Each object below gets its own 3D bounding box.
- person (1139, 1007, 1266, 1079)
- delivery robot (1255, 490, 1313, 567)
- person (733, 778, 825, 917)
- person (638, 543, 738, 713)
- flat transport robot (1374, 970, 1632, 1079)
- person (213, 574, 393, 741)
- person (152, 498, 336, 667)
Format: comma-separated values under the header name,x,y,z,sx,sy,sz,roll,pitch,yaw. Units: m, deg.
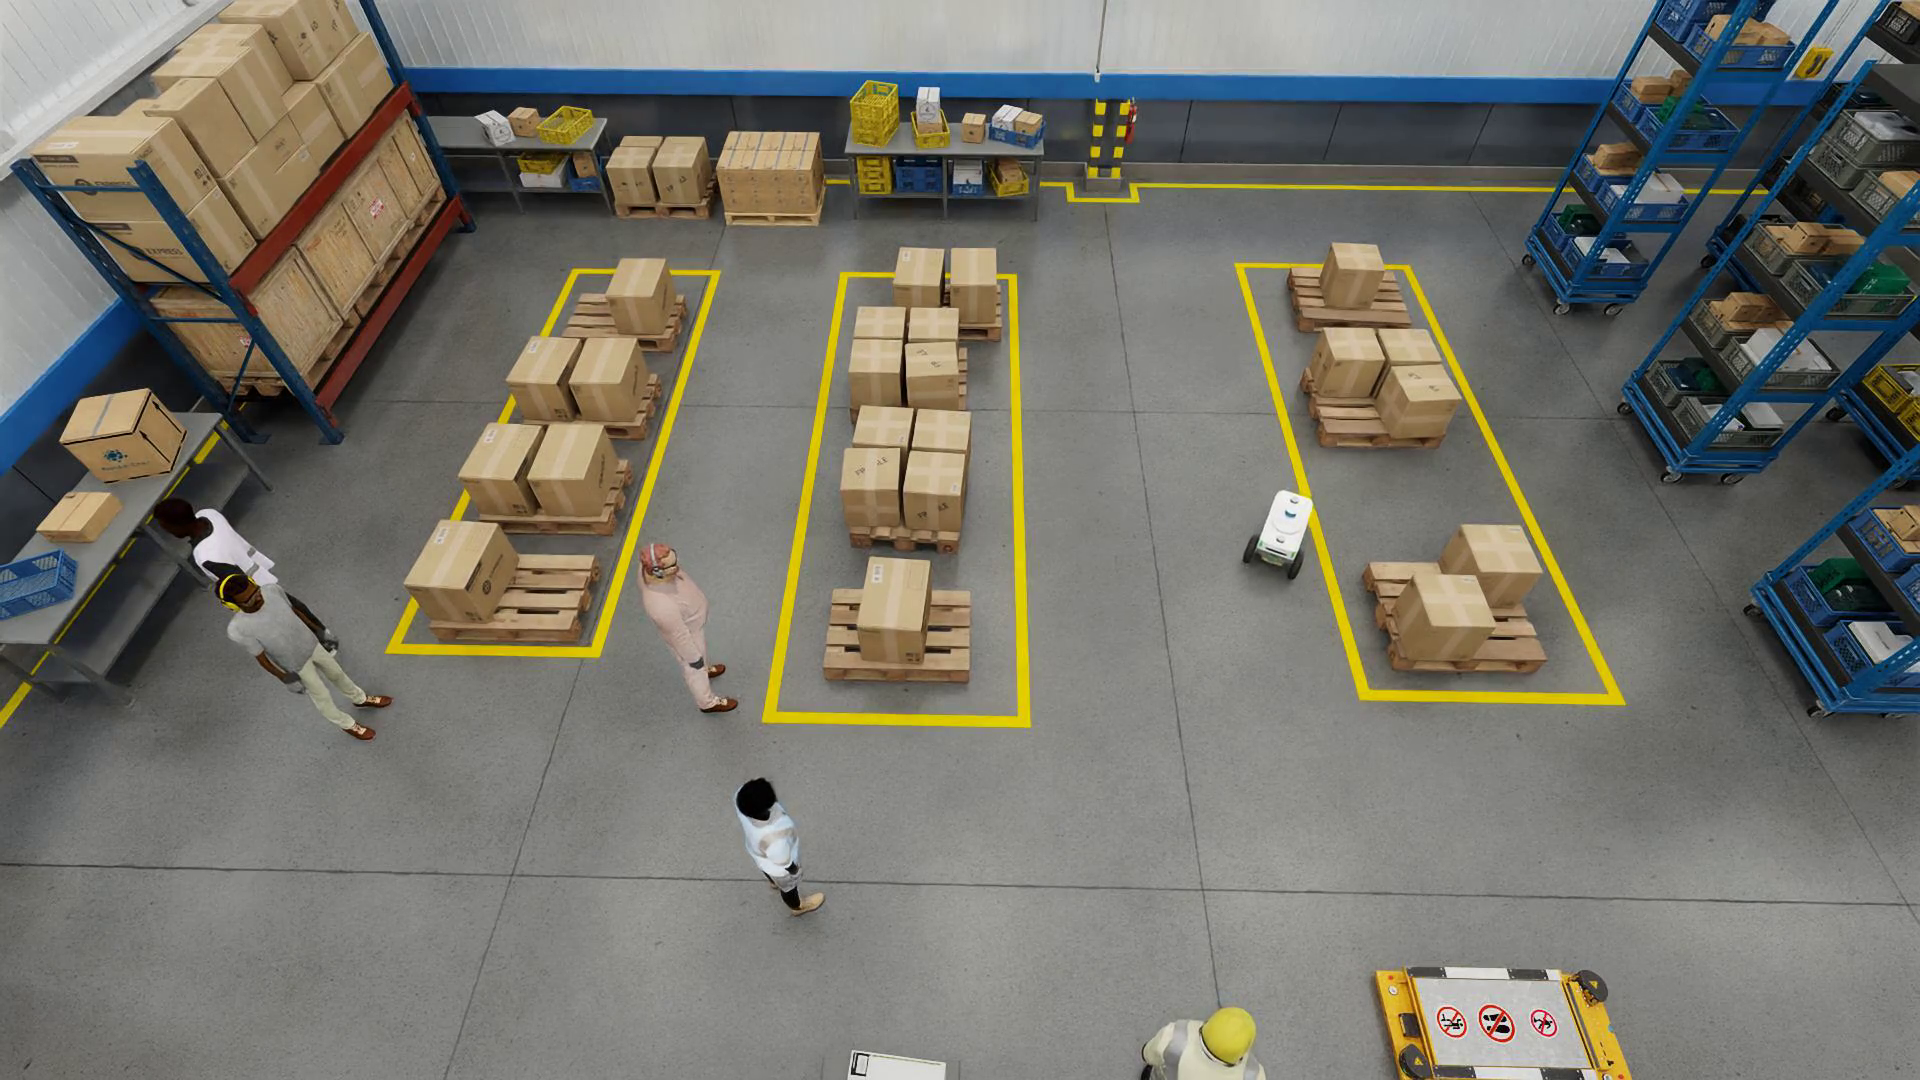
name,x,y,z,sx,sy,sz,roll,pitch,yaw
person,1.302,2.932,5.080,0.596,1.827,0.403,19,53,15
delivery robot,2.951,-0.120,8.326,0.477,0.478,0.707,21,54,16
person,-1.192,1.987,5.933,0.319,1.698,0.532,-32,58,-23
person,-2.054,0.654,6.887,0.408,1.906,0.652,-19,53,-15
flat transport robot,3.501,3.133,5.914,1.431,0.197,0.652,1,51,1
person,-4.826,0.853,6.748,0.328,1.872,0.512,3,51,3
person,-5.515,0.334,7.140,0.377,1.917,0.600,-27,56,-20
